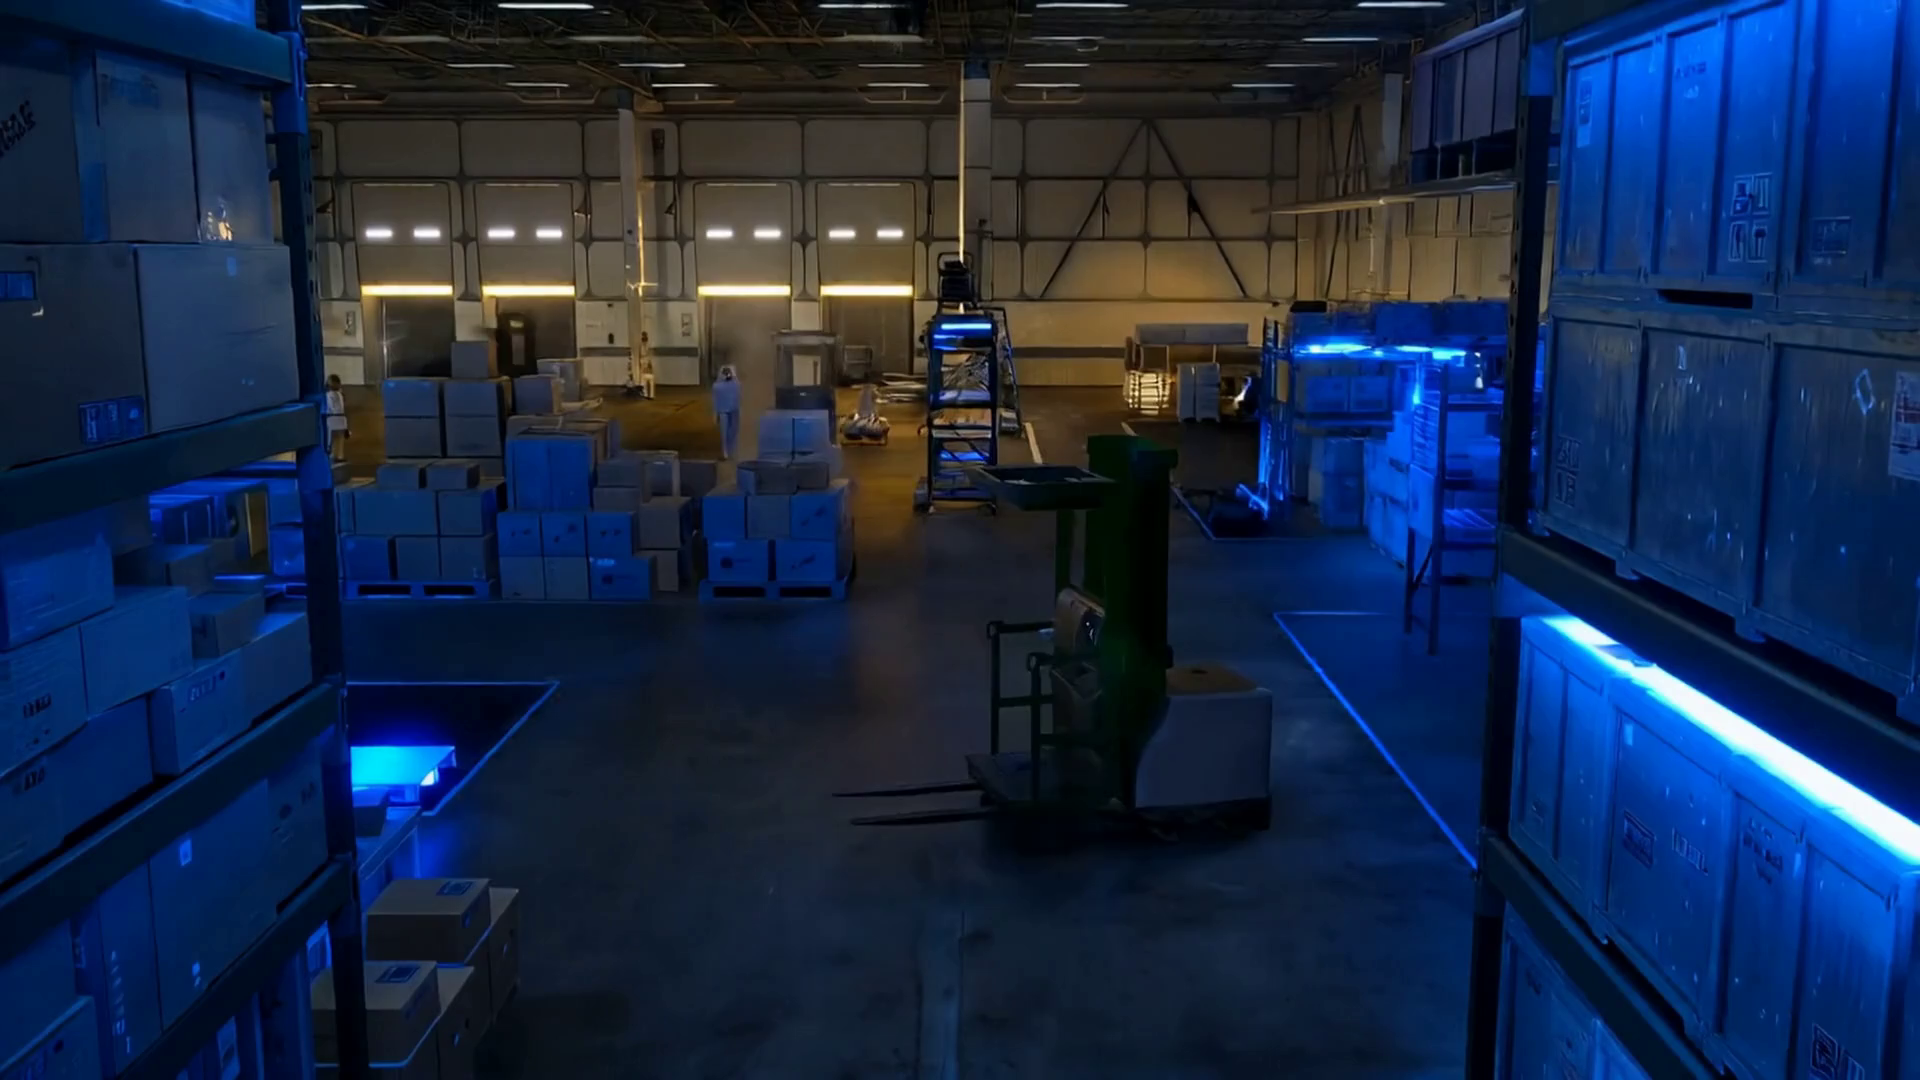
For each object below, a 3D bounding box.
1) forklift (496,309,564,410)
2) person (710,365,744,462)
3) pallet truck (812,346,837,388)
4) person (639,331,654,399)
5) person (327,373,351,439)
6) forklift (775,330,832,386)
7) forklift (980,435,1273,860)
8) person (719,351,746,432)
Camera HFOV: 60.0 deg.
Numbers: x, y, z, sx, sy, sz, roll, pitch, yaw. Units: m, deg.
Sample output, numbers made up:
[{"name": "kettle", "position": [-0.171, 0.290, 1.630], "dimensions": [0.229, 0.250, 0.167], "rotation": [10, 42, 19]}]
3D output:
[{"name": "forklift", "position": [-10.113, -3.891, 38.150], "dimensions": [1.873, 2.768, 1.129], "rotation": [6, 12, 31]}, {"name": "person", "position": [-4.588, -2.481, 32.801], "dimensions": [0.666, 1.909, 0.791], "rotation": [-2, 10, -12]}, {"name": "pallet truck", "position": [-3.021, -4.312, 43.126], "dimensions": [1.885, 1.965, 0.823], "rotation": [3, 10, 17]}, {"name": "person", "position": [-8.880, -4.948, 47.002], "dimensions": [0.544, 1.929, 0.386], "rotation": [8, 13, 40]}, {"name": "person", "position": [-11.433, -2.093, 30.523], "dimensions": [0.374, 1.929, 0.542], "rotation": [6, 11, 29]}, {"name": "forklift", "position": [-2.607, -2.126, 27.965], "dimensions": [1.129, 2.768, 1.873], "rotation": [0, 10, -3]}, {"name": "forklift", "position": [1.194, 0.678, 11.791], "dimensions": [1.873, 2.768, 1.129], "rotation": [-3, 10, -15]}, {"name": "person", "position": [-5.279, -3.423, 38.399], "dimensions": [0.615, 1.868, 0.583], "rotation": [-6, 11, -30]}]
